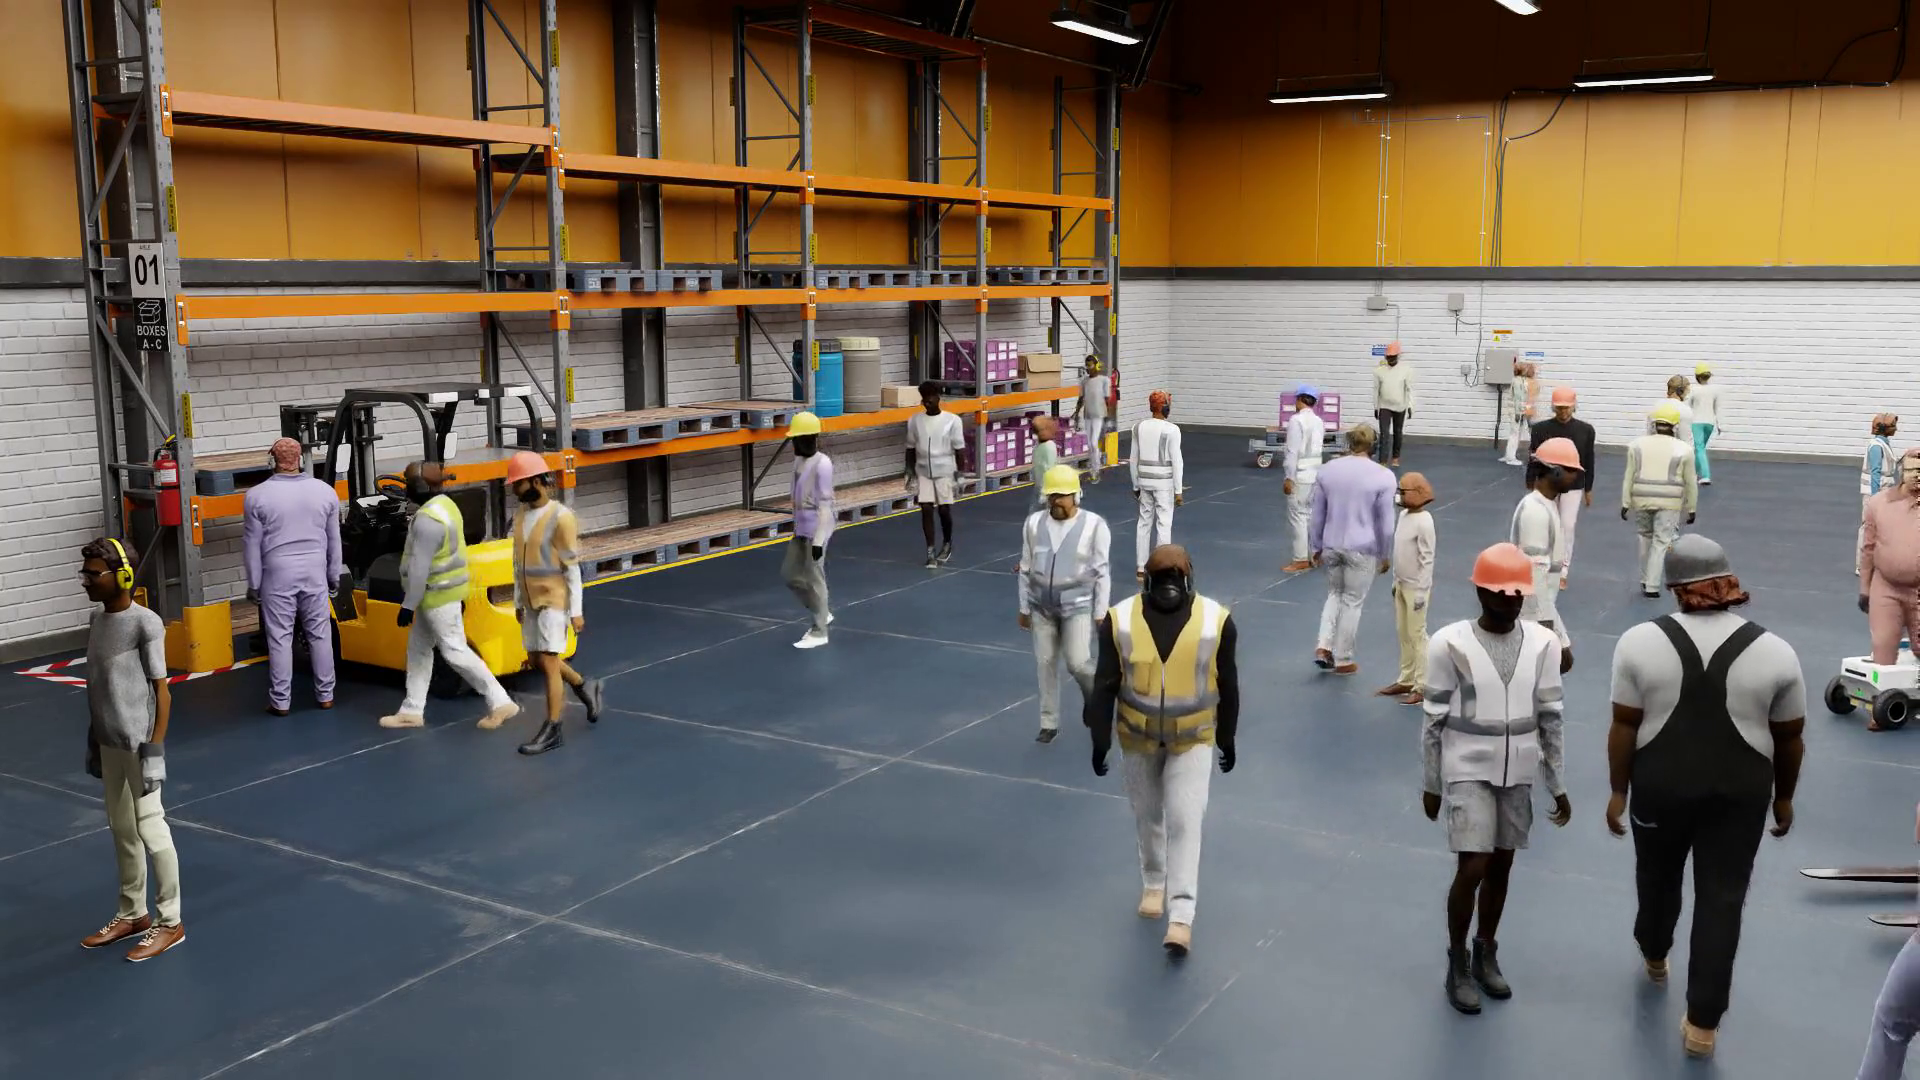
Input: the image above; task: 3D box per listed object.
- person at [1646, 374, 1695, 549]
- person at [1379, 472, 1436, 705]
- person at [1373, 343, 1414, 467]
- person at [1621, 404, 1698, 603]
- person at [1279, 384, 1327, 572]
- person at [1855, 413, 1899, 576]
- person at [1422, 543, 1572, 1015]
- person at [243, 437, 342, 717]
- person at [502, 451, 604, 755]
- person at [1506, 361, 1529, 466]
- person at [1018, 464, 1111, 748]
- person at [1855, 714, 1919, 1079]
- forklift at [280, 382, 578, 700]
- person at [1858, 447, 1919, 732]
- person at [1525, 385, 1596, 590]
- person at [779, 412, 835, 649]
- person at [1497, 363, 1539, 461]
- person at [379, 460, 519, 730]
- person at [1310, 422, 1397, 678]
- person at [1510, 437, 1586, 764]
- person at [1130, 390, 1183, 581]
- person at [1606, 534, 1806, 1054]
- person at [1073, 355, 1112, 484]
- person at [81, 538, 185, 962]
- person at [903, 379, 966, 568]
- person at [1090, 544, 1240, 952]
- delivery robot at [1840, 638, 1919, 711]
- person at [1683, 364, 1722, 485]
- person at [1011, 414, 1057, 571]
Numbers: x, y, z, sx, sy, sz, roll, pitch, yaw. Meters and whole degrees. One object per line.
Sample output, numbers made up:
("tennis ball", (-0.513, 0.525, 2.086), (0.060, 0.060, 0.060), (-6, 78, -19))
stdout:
("person", (7.630, -0.809, 17.860), (0.371, 1.934, 0.627), (-3, 10, -18))
("person", (3.157, 0.334, 11.655), (0.265, 1.631, 0.507), (-1, 9, -7))
("person", (6.692, -2.066, 25.690), (0.623, 1.945, 1.020), (3, 10, 20))
("person", (6.504, -0.350, 15.380), (0.626, 1.801, 0.790), (7, 12, 39))
("person", (3.474, -0.606, 16.742), (0.405, 1.904, 0.662), (6, 11, 34))
("person", (9.103, -0.446, 16.513), (0.310, 1.638, 0.522), (6, 11, 33))
("person", (2.205, 0.967, 6.813), (0.563, 1.929, 0.474), (-1, 9, -6))
("person", (-4.565, 0.248, 11.378), (0.646, 1.900, 0.403), (-8, 12, -40))
("person", (-2.568, 0.369, 10.599), (0.583, 1.915, 0.719), (6, 11, 35))
("person", (8.761, -1.990, 26.151), (0.311, 1.638, 0.524), (3, 10, 19))
("person", (0.674, 0.408, 10.641), (0.603, 1.820, 0.526), (4, 10, 24))
("person", (3.293, 1.296, 5.413), (0.532, 1.718, 0.942), (-3, 10, -19))
("forklift", (-3.974, -0.067, 12.417), (2.313, 2.155, 1.214), (5, 11, 30))
("person", (6.323, 0.309, 11.041), (0.650, 1.884, 0.741), (8, 12, 39))
("person", (5.812, -0.540, 16.128), (0.623, 1.961, 0.862), (4, 10, 21))
("person", (-1.215, -0.073, 13.292), (0.417, 1.914, 0.597), (-5, 10, -27))
("person", (9.036, -2.017, 26.463), (0.519, 1.612, 0.826), (-7, 11, -35))
("person", (-3.369, 0.371, 10.920), (0.892, 1.806, 0.624), (-2, 9, -10))
("person", (2.918, 0.080, 12.368), (0.635, 1.915, 0.431), (9, 12, 43))
("person", (3.538, 0.381, 10.189), (0.457, 2.013, 0.681), (5, 10, 28))
("person", (1.921, -0.515, 16.175), (0.587, 1.882, 0.341), (8, 12, 43))
("person", (2.978, 0.927, 6.691), (0.709, 2.000, 1.028), (4, 10, 21))
("person", (1.878, -1.715, 23.780), (0.556, 1.848, 0.585), (6, 11, 35))
("person", (-3.684, 0.910, 7.329), (0.513, 1.872, 0.328), (5, 10, 29))
("person", (-0.275, -0.688, 17.130), (0.669, 1.930, 0.652), (3, 9, 16))
("person", (0.908, 0.922, 7.476), (0.657, 1.796, 0.944), (2, 9, 13))
("delivery robot", (6.309, 0.901, 11.186), (0.707, 0.478, 0.477), (-3, 9, -16))
("person", (10.646, -1.669, 23.911), (0.539, 1.713, 0.927), (-1, 9, -4))
("person", (0.918, -0.466, 16.717), (0.697, 1.609, 0.509), (-3, 10, -19))
